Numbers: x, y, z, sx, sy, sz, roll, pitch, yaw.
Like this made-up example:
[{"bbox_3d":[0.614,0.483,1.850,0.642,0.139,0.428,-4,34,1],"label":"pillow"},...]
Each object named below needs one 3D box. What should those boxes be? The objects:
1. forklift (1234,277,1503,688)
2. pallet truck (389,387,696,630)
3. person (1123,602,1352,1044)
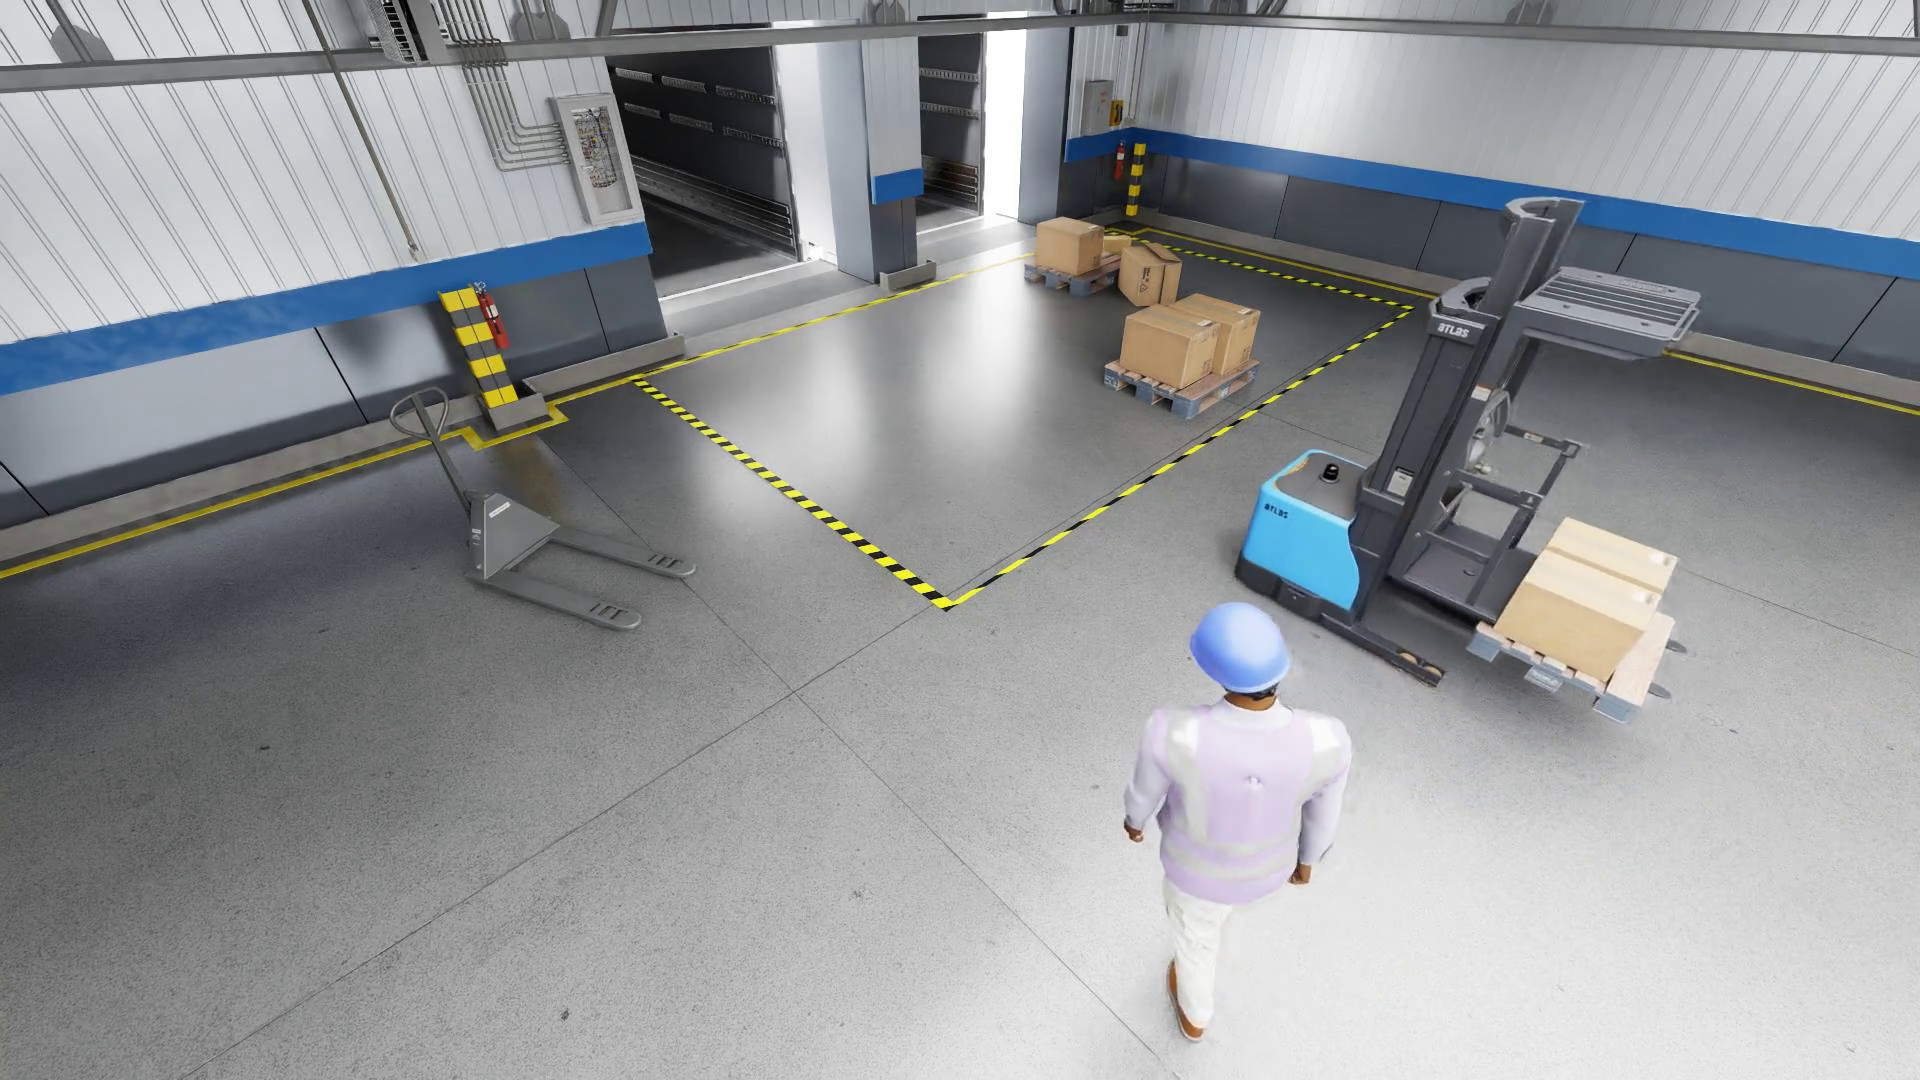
[{"bbox_3d":[2.373,-0.480,4.239,0.716,2.013,0.776,-30,47,-33],"label":"forklift"},{"bbox_3d":[-2.613,-0.247,4.593,1.601,1.201,0.680,14,40,17],"label":"pallet truck"},{"bbox_3d":[0.853,0.984,2.452,0.637,1.906,0.620,-2,38,-3],"label":"person"}]
